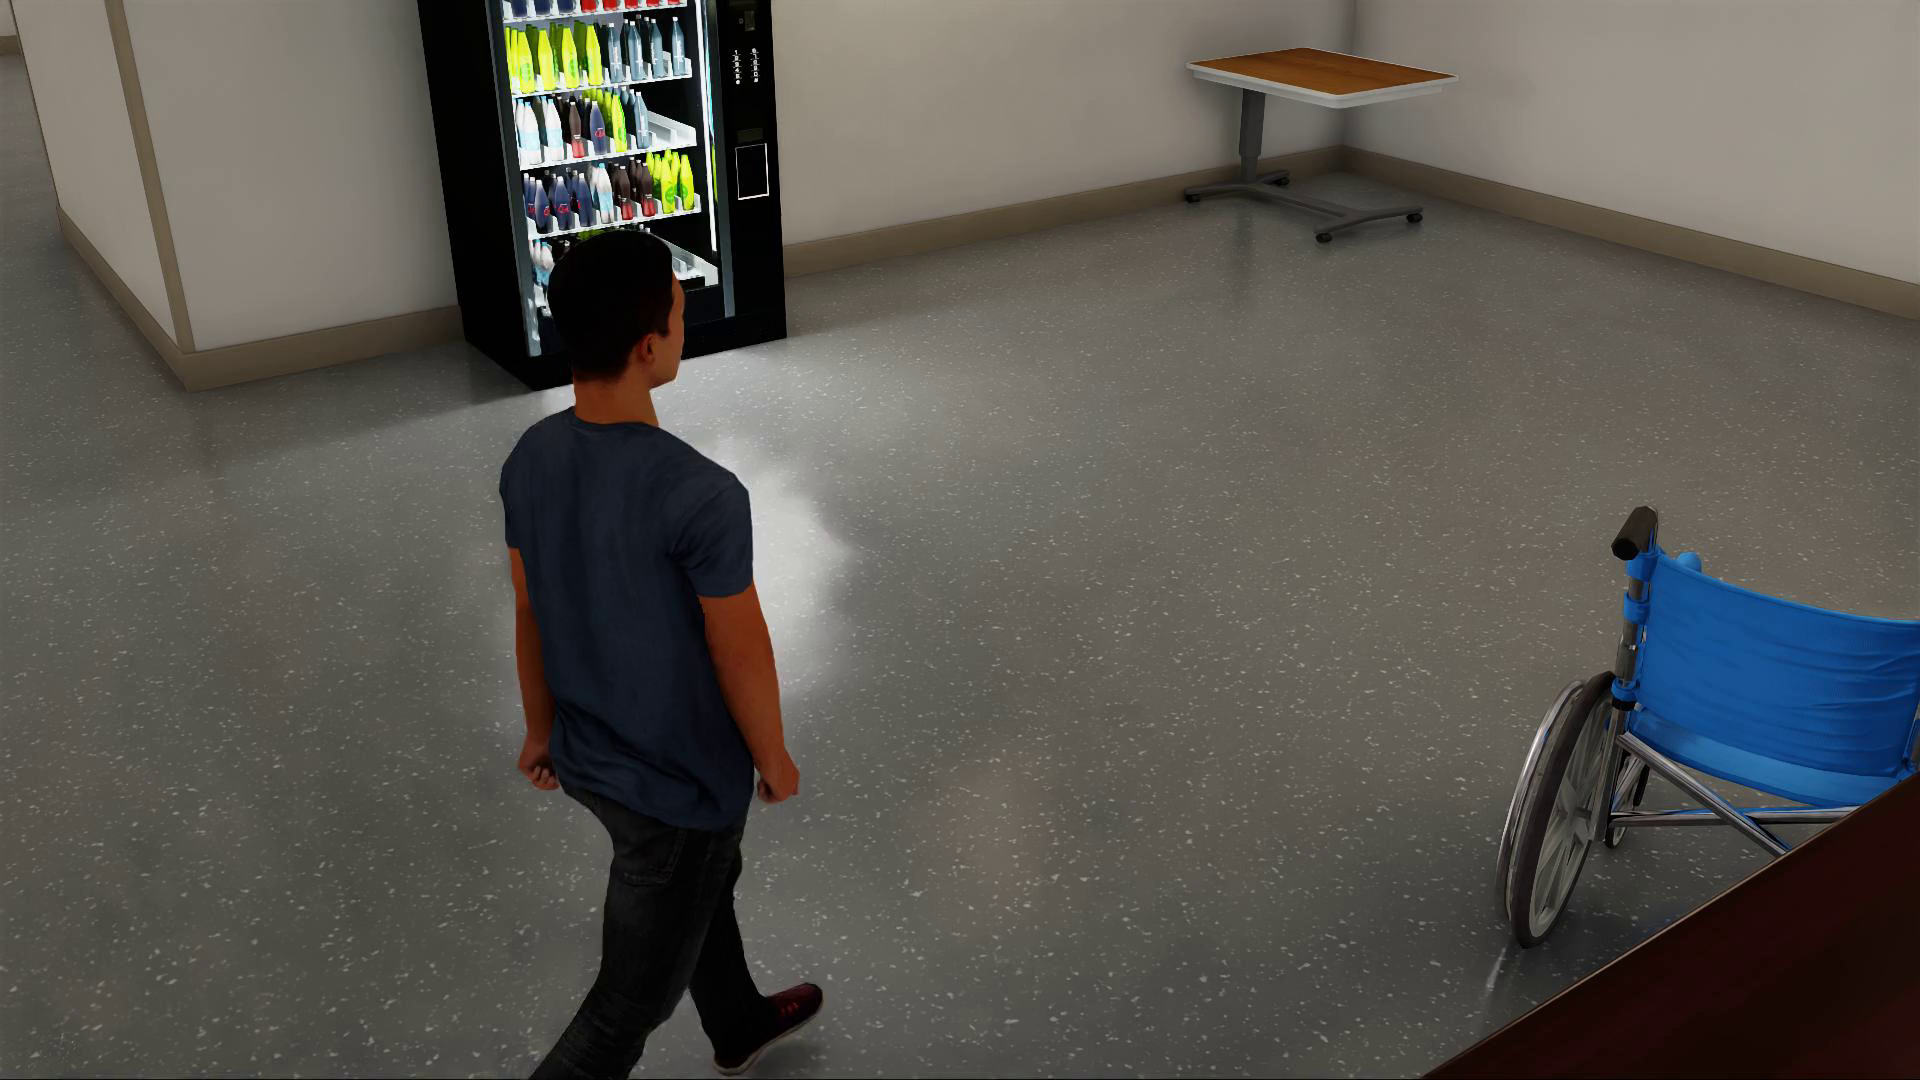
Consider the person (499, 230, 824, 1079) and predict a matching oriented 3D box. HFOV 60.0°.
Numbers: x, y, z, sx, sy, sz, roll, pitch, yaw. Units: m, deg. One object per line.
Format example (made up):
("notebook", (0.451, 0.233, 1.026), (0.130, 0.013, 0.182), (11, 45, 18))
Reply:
("person", (-0.581, 0.429, 2.760), (0.808, 1.765, 1.228), (21, 33, 37))
